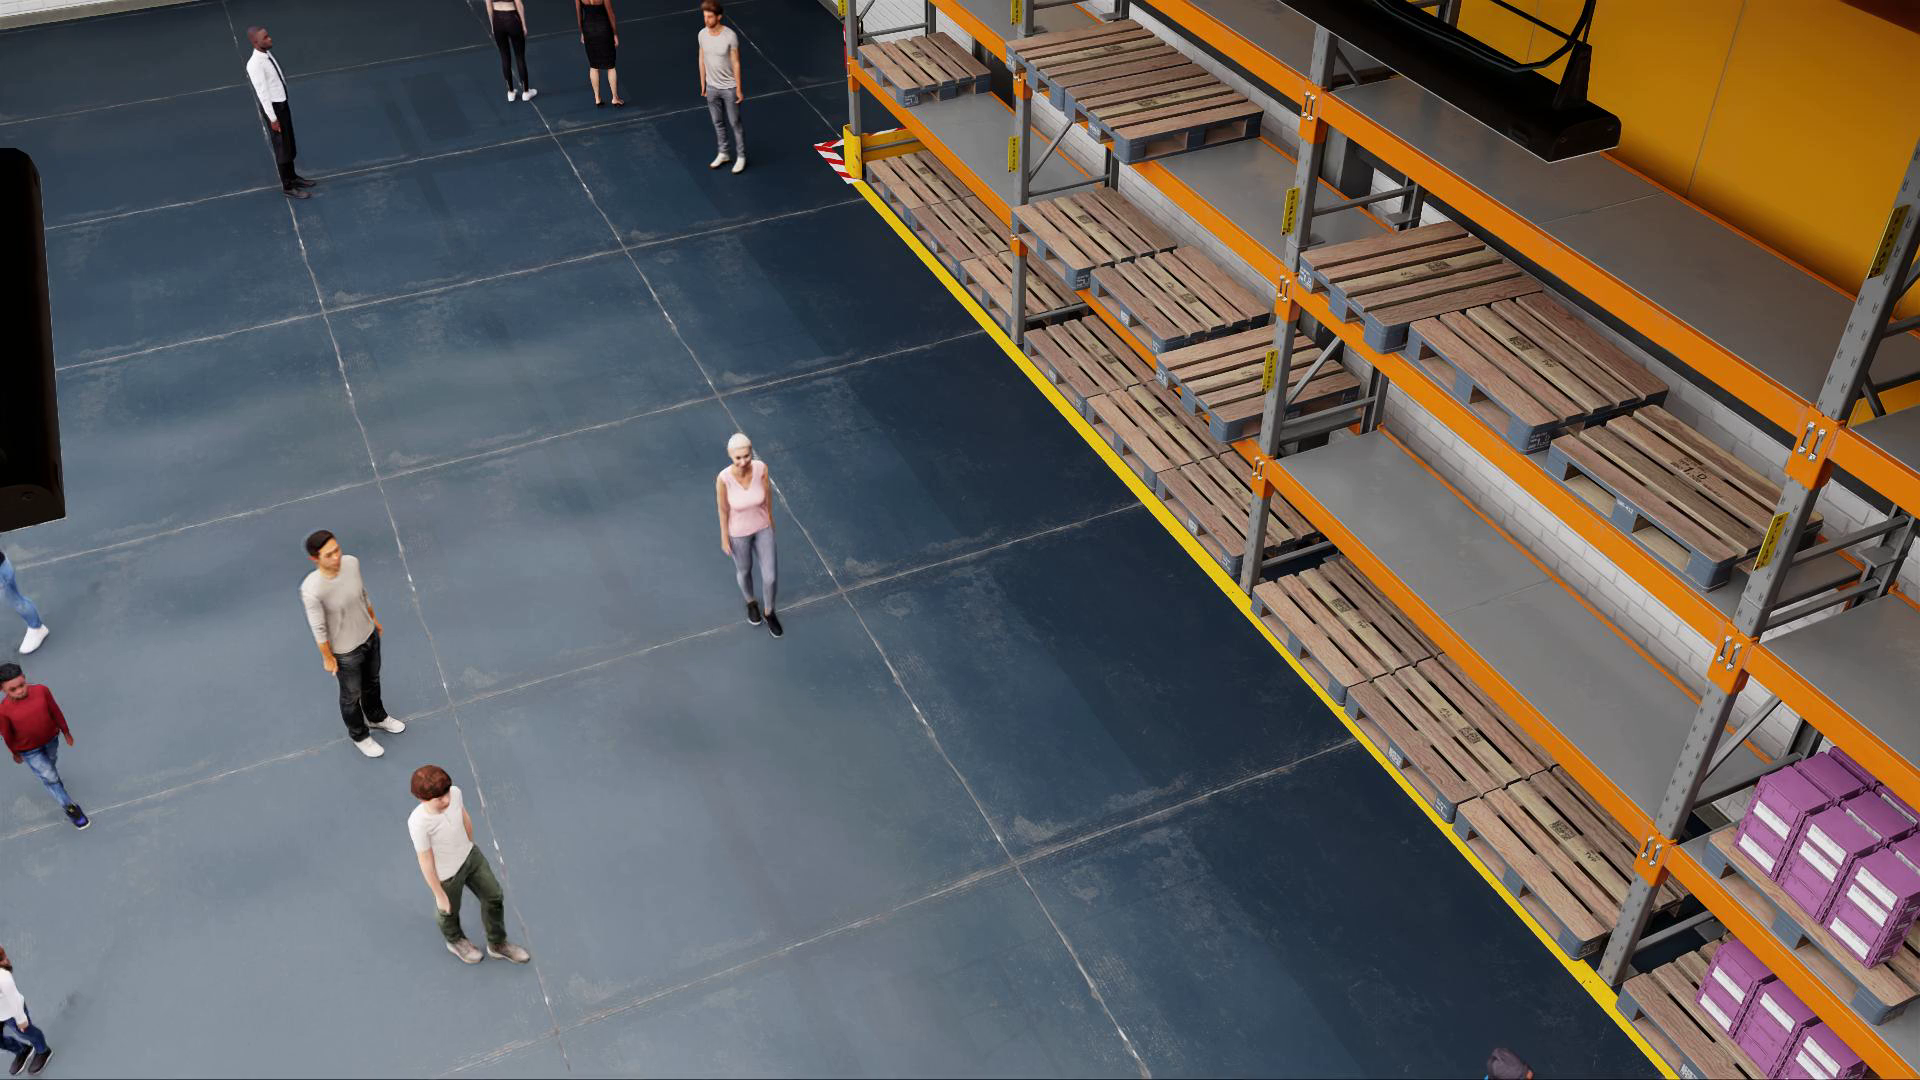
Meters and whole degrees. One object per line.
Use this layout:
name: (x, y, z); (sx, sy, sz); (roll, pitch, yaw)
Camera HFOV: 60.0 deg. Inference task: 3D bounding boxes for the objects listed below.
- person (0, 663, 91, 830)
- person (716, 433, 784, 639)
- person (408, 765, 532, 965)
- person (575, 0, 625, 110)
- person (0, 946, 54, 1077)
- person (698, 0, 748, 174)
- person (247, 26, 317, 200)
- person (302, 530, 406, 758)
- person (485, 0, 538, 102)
person: (-6.023, 1.257, 10.808); (0.968, 1.221, 0.769); (27, 46, 29)
person: (-1.560, -0.113, 12.131); (0.607, 1.711, 0.734); (-12, 40, -14)
person: (-3.024, 1.876, 9.700); (0.932, 1.637, 0.849); (18, 42, 22)
person: (-4.198, -5.856, 19.294); (0.675, 1.747, 0.680); (4, 39, 5)
person: (-5.313, 2.556, 9.276); (0.548, 1.103, 0.596); (6, 39, 8)
person: (-2.565, -4.934, 18.025); (0.737, 1.889, 0.804); (14, 41, 17)
person: (-7.229, -4.530, 17.561); (0.764, 1.836, 0.592); (-4, 39, -5)
person: (-4.078, 0.655, 11.090); (0.769, 1.811, 0.727); (15, 41, 18)
person: (-5.306, -6.010, 19.492); (0.667, 1.740, 0.674); (3, 39, 3)
